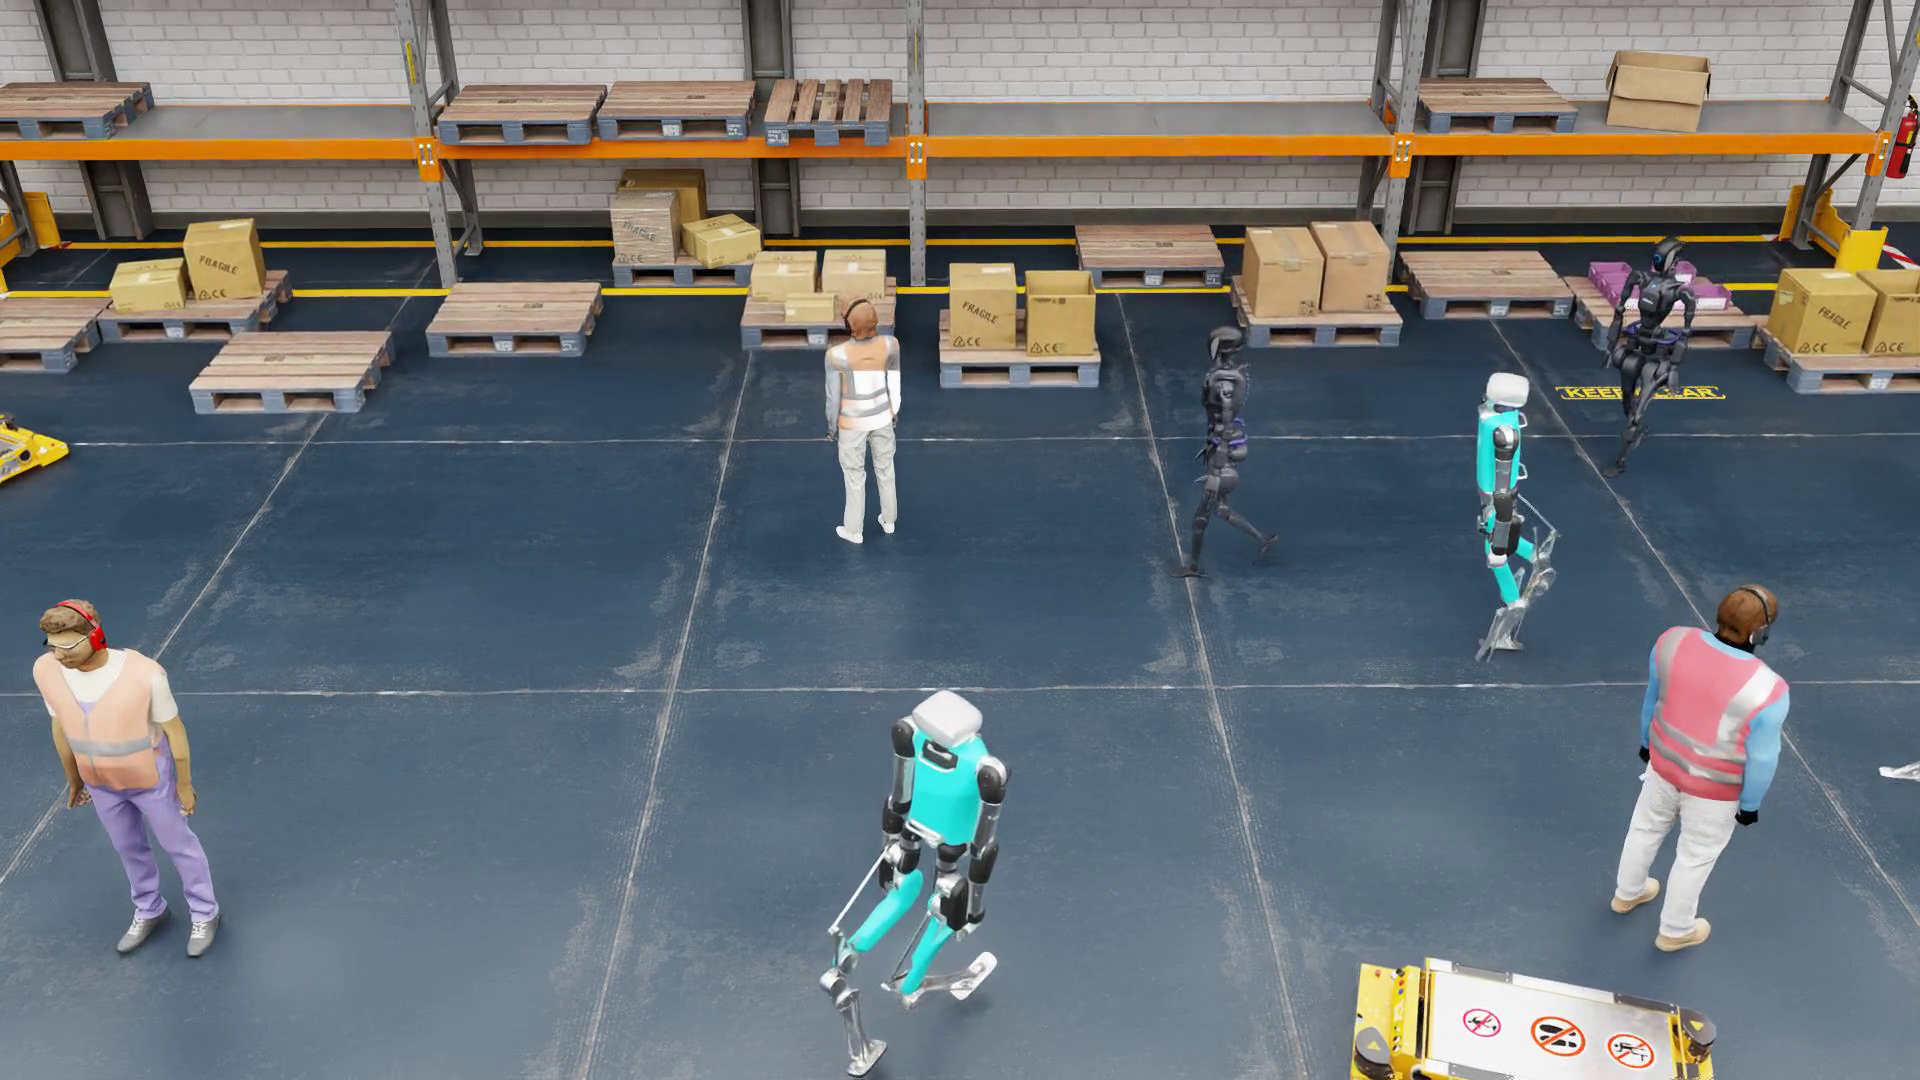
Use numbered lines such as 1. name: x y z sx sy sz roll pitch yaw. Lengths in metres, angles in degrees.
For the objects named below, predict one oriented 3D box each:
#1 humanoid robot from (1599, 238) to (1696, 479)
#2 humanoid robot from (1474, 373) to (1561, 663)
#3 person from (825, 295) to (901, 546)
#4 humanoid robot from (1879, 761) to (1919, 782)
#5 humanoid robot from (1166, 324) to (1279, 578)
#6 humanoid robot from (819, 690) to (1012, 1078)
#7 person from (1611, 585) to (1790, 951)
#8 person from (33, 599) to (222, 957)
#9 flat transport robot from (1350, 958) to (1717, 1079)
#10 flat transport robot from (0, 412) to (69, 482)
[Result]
1. humanoid robot: 4.646 -1.260 11.188 0.748 1.642 0.586 -23 38 -33
2. humanoid robot: 3.102 -0.031 9.116 0.745 1.854 0.538 3 31 6
3. person: -0.591 -0.733 10.293 0.513 1.644 0.306 -16 35 -25
4. humanoid robot: 5.268 0.561 8.110 1.013 1.772 0.530 8 32 13
5. humanoid robot: 1.628 -0.503 9.907 0.674 1.636 0.595 1 31 2
6. humanoid robot: -0.204 1.454 6.590 0.559 1.726 1.085 21 37 31
7. person: 3.223 0.996 7.238 0.430 1.833 0.628 -18 35 -27
8. person: -3.576 1.017 7.186 0.567 1.843 0.374 3 31 5
9. flat transport robot: 2.369 2.119 6.883 1.431 0.231 0.659 8 32 13
10. flat transport robot: -6.822 -0.429 11.125 0.659 0.231 1.431 16 34 24
